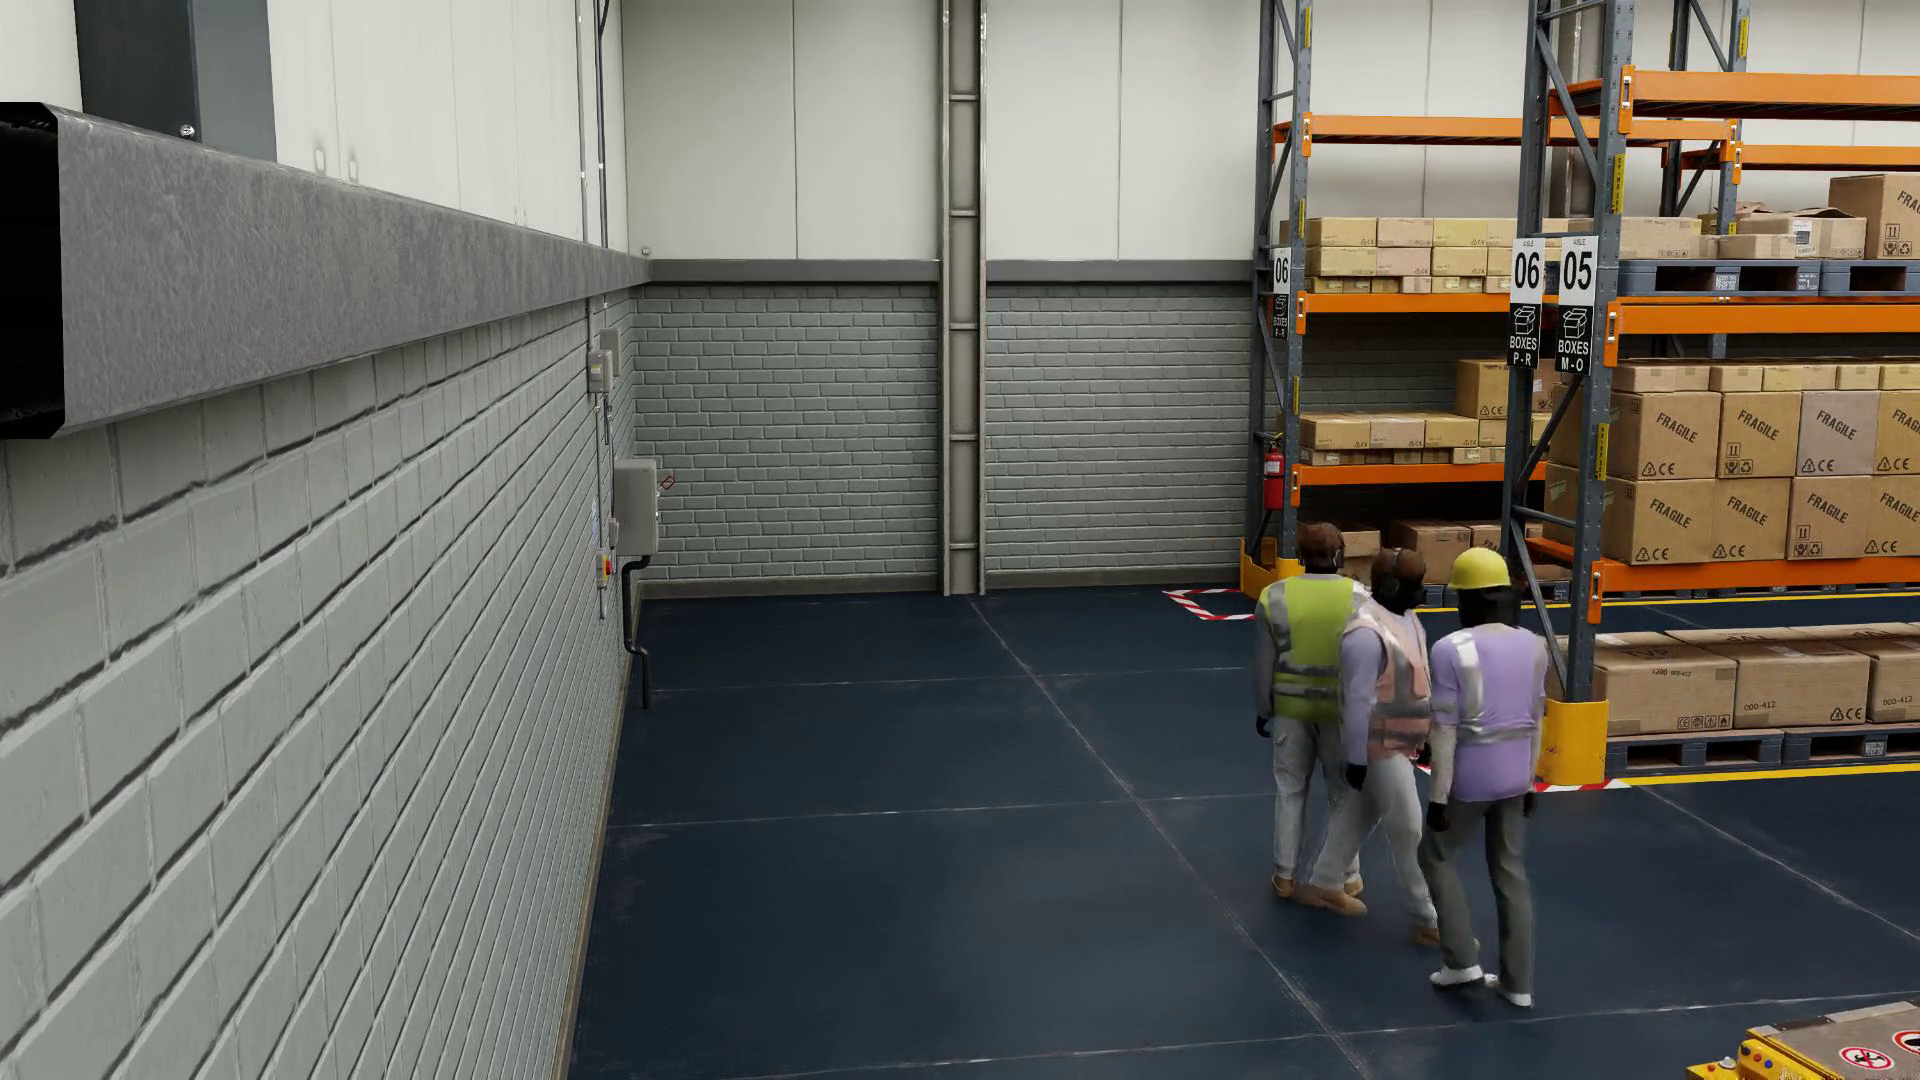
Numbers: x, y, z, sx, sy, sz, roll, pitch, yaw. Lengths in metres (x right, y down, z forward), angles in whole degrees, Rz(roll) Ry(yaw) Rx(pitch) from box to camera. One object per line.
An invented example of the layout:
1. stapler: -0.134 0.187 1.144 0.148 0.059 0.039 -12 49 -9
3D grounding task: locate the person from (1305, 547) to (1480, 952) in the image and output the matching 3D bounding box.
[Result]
1. person: 1.978 0.918 7.600 0.871 1.800 0.637 5 11 30

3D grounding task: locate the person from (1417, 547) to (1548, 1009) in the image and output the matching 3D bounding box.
1. person: 2.181 0.987 6.907 0.600 1.889 0.573 -4 10 -23

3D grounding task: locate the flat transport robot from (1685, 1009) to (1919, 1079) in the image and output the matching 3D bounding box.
1. flat transport robot: 3.444 1.933 6.019 1.431 0.197 0.652 -3 10 -18

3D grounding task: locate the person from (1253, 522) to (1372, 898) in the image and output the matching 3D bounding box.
1. person: 1.728 0.828 8.025 0.621 1.838 0.429 3 10 15
